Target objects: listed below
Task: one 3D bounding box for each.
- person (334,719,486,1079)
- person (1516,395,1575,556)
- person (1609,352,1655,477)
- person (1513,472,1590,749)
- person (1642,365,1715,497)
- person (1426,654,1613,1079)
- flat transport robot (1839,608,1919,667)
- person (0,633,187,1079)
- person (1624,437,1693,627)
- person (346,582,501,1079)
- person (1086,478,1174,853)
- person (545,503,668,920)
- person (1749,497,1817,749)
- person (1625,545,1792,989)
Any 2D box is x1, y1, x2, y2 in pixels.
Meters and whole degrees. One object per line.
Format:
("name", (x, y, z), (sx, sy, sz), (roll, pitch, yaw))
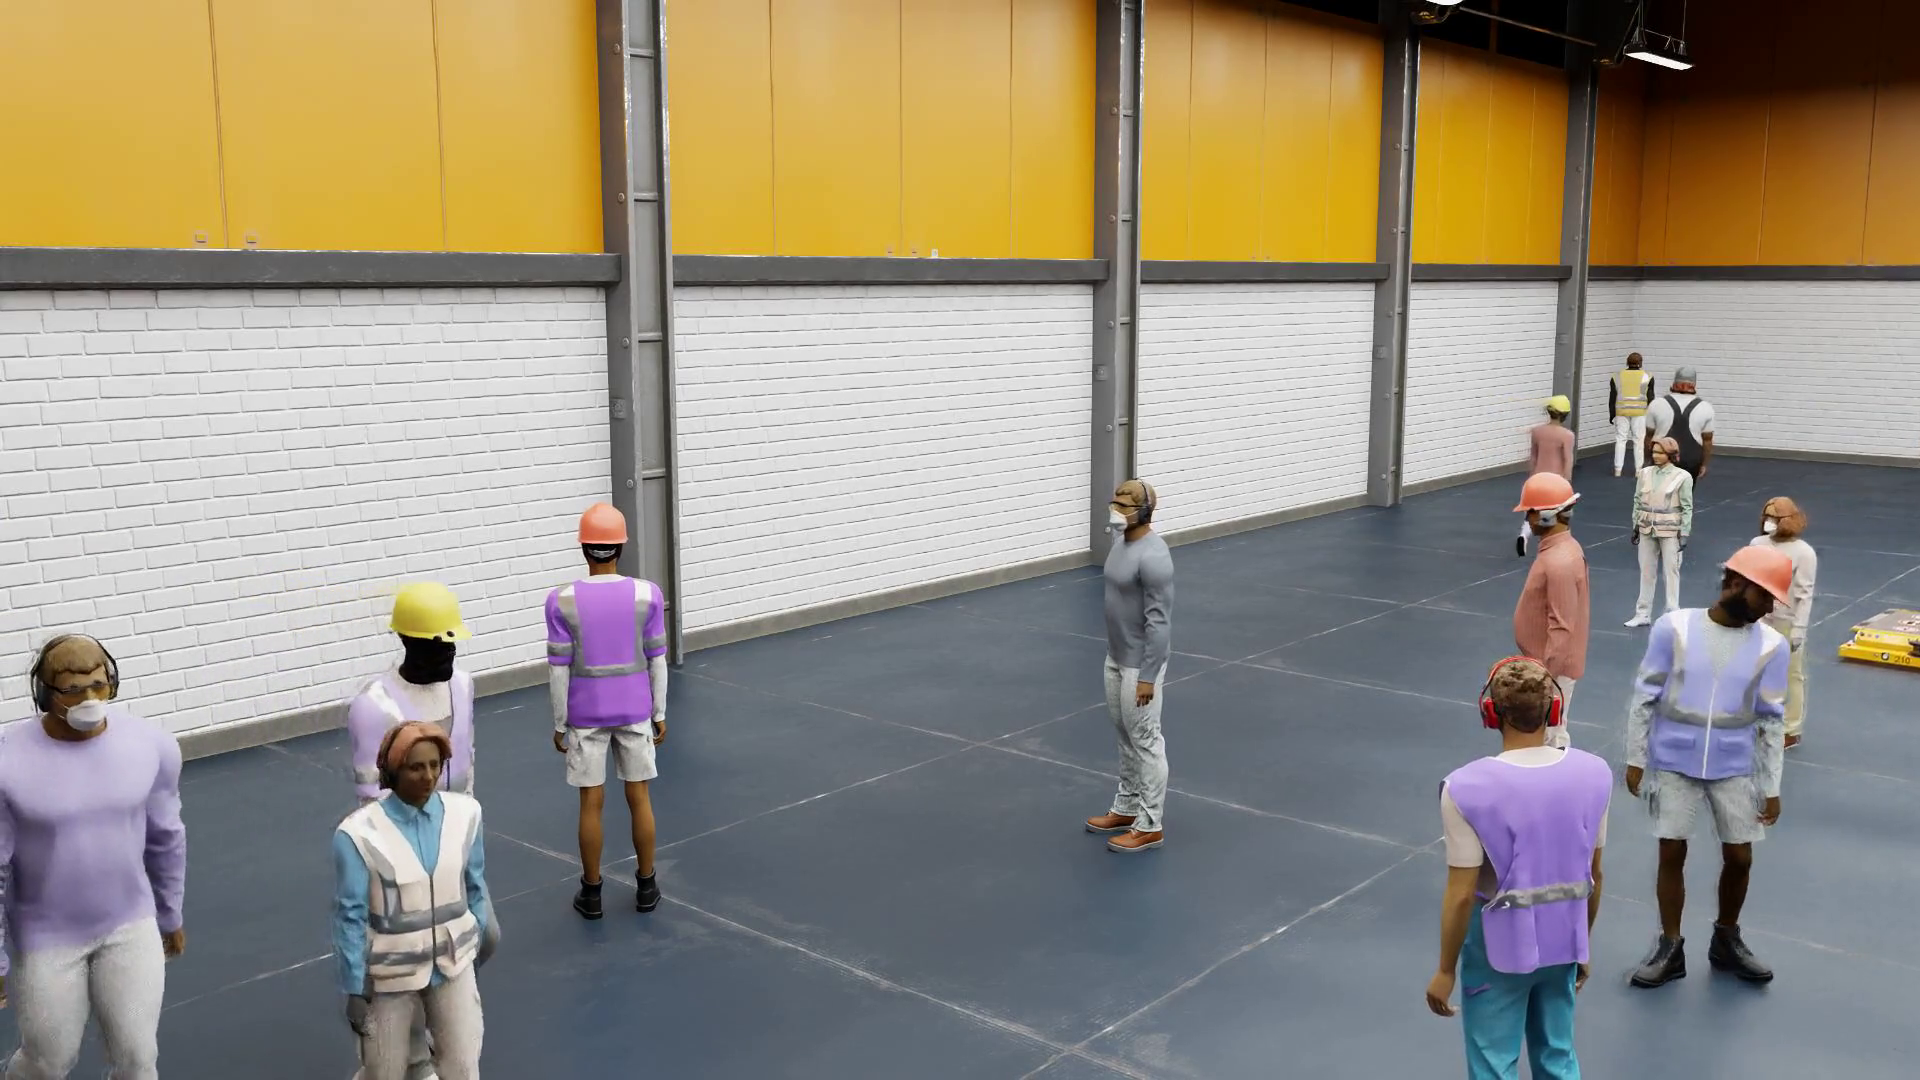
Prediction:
("person", (-1.745, 1.342, 5.262), (0.520, 1.616, 0.717), (-8, 12, -42))
("person", (6.096, -0.633, 17.255), (0.580, 1.744, 0.526), (-7, 12, -38))
("person", (9.927, -1.849, 24.594), (0.626, 1.843, 0.430), (5, 10, 29))
("person", (2.986, 0.644, 8.485), (0.391, 1.986, 0.608), (3, 10, 19))
("person", (7.780, -0.902, 18.023), (0.693, 2.000, 0.671), (3, 10, 19))
("person", (1.692, 1.266, 5.038), (0.563, 1.840, 0.397), (-3, 9, -17))
("flat transport robot", (7.516, 0.761, 13.117), (0.652, 0.197, 1.431), (9, 12, 43))
("person", (-2.785, 1.201, 5.223), (0.644, 1.922, 0.748), (-9, 13, -44))
("person", (5.855, -0.045, 13.907), (0.307, 1.636, 0.525), (-6, 11, -32))
("person", (-1.902, 1.088, 5.940), (0.423, 1.912, 0.604), (4, 10, 26))
("person", (0.900, 0.642, 8.649), (0.372, 1.940, 0.629), (-2, 9, -15))
("person", (-1.629, 0.791, 7.711), (0.545, 1.939, 0.354), (-3, 10, -18))
("person", (4.981, 0.537, 10.317), (0.752, 1.600, 0.523), (-4, 10, -24))
("person", (3.123, 0.945, 6.931), (0.658, 1.887, 0.400), (3, 9, 17))
